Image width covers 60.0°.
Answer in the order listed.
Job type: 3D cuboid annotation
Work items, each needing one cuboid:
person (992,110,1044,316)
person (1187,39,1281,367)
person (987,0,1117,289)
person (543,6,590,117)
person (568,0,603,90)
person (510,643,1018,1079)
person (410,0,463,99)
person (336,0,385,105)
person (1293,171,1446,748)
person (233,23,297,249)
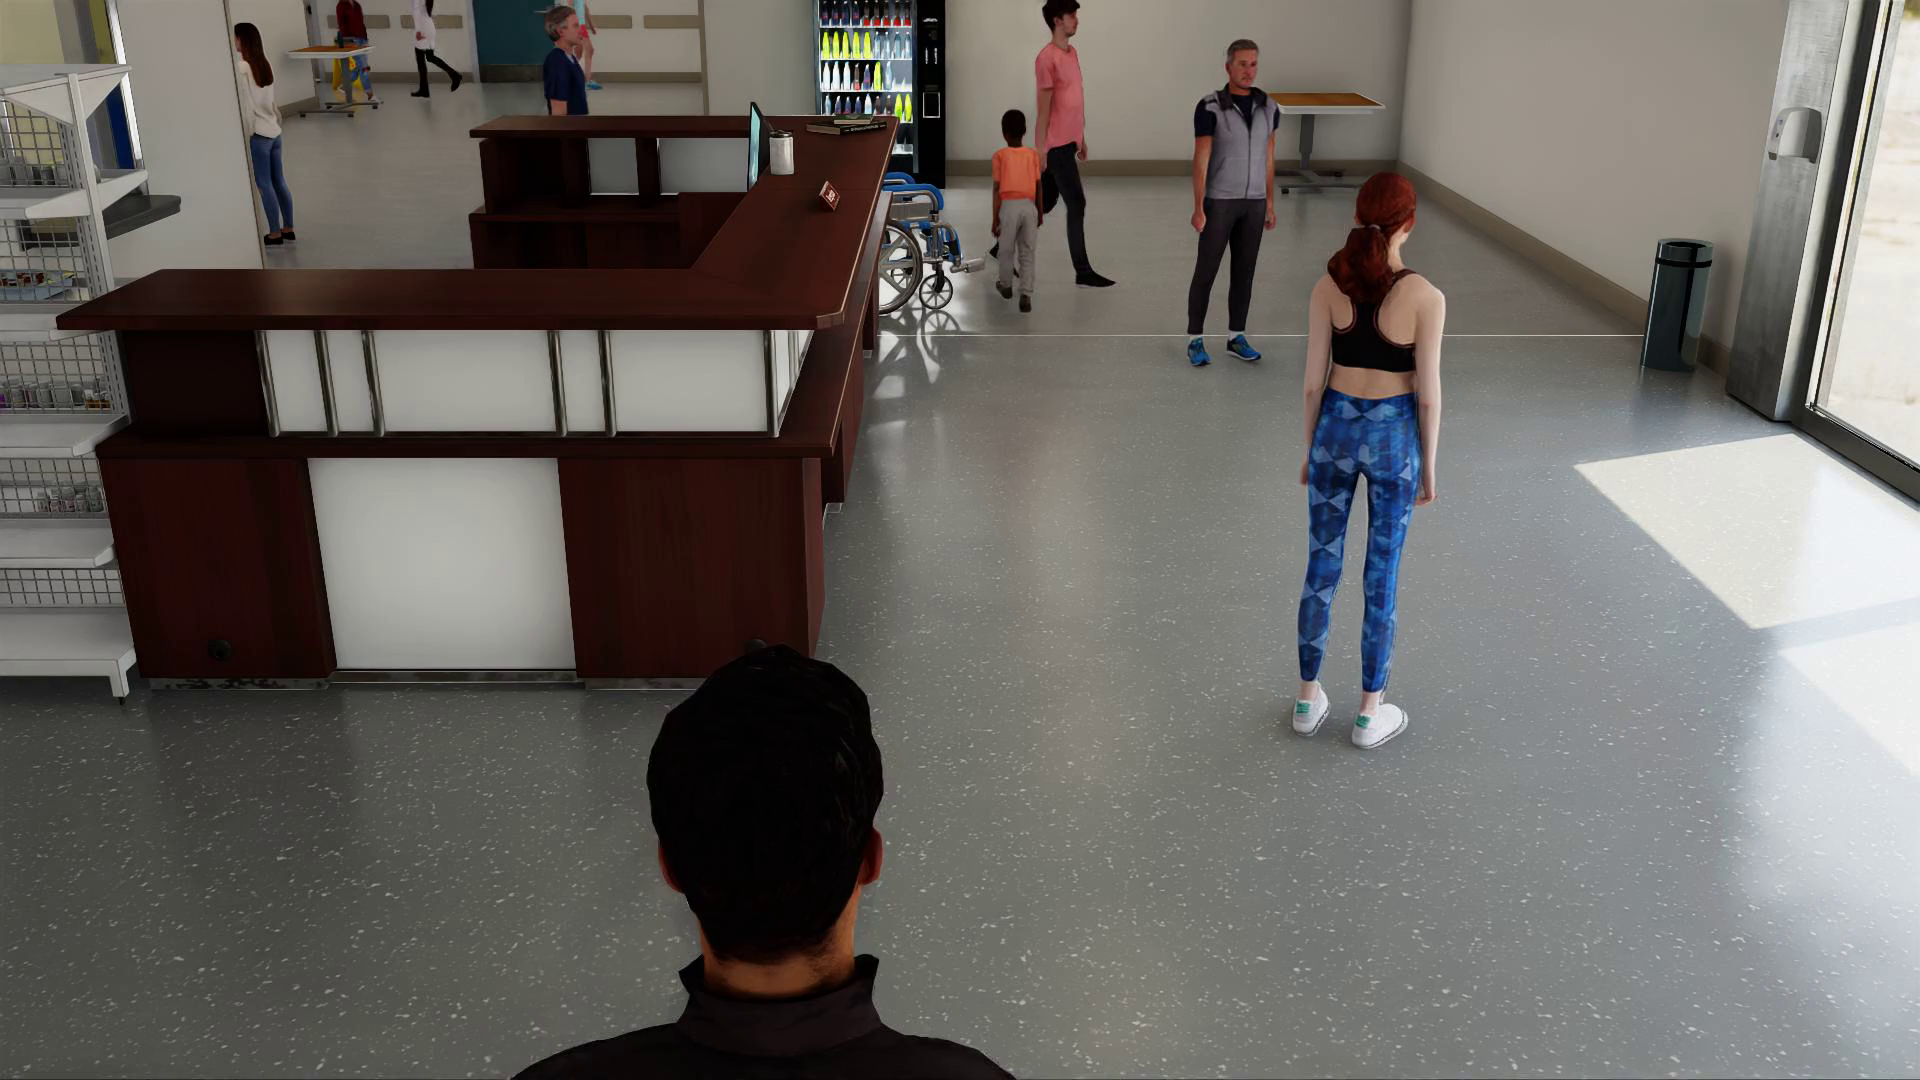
[{"bbox_3d":[0.379,-2.070,10.683,0.874,1.273,0.642,-2,21,-6],"label":"person"},{"bbox_3d":[1.554,-1.921,9.512,0.652,1.824,0.828,-8,22,-21],"label":"person"},{"bbox_3d":[0.592,-2.692,11.408,1.293,1.923,0.939,8,22,19],"label":"person"},{"bbox_3d":[-2.842,-2.798,11.776,0.685,1.860,0.708,-2,21,-6],"label":"person"},{"bbox_3d":[-5.616,-7.418,24.128,0.817,1.751,0.644,3,21,8],"label":"person"},{"bbox_3d":[-0.171,1.054,1.530,1.082,1.914,0.771,0,21,0],"label":"person"},{"bbox_3d":[-7.352,-7.050,23.099,1.006,1.790,0.685,2,21,6],"label":"person"},{"bbox_3d":[-8.165,-6.658,22.326,1.076,1.606,0.797,5,21,14],"label":"person"},{"bbox_3d":[1.232,-0.221,5.075,0.663,1.787,0.741,11,23,26],"label":"person"},{"bbox_3d":[-5.421,-3.131,12.892,0.597,1.692,0.659,4,21,9],"label":"person"}]
